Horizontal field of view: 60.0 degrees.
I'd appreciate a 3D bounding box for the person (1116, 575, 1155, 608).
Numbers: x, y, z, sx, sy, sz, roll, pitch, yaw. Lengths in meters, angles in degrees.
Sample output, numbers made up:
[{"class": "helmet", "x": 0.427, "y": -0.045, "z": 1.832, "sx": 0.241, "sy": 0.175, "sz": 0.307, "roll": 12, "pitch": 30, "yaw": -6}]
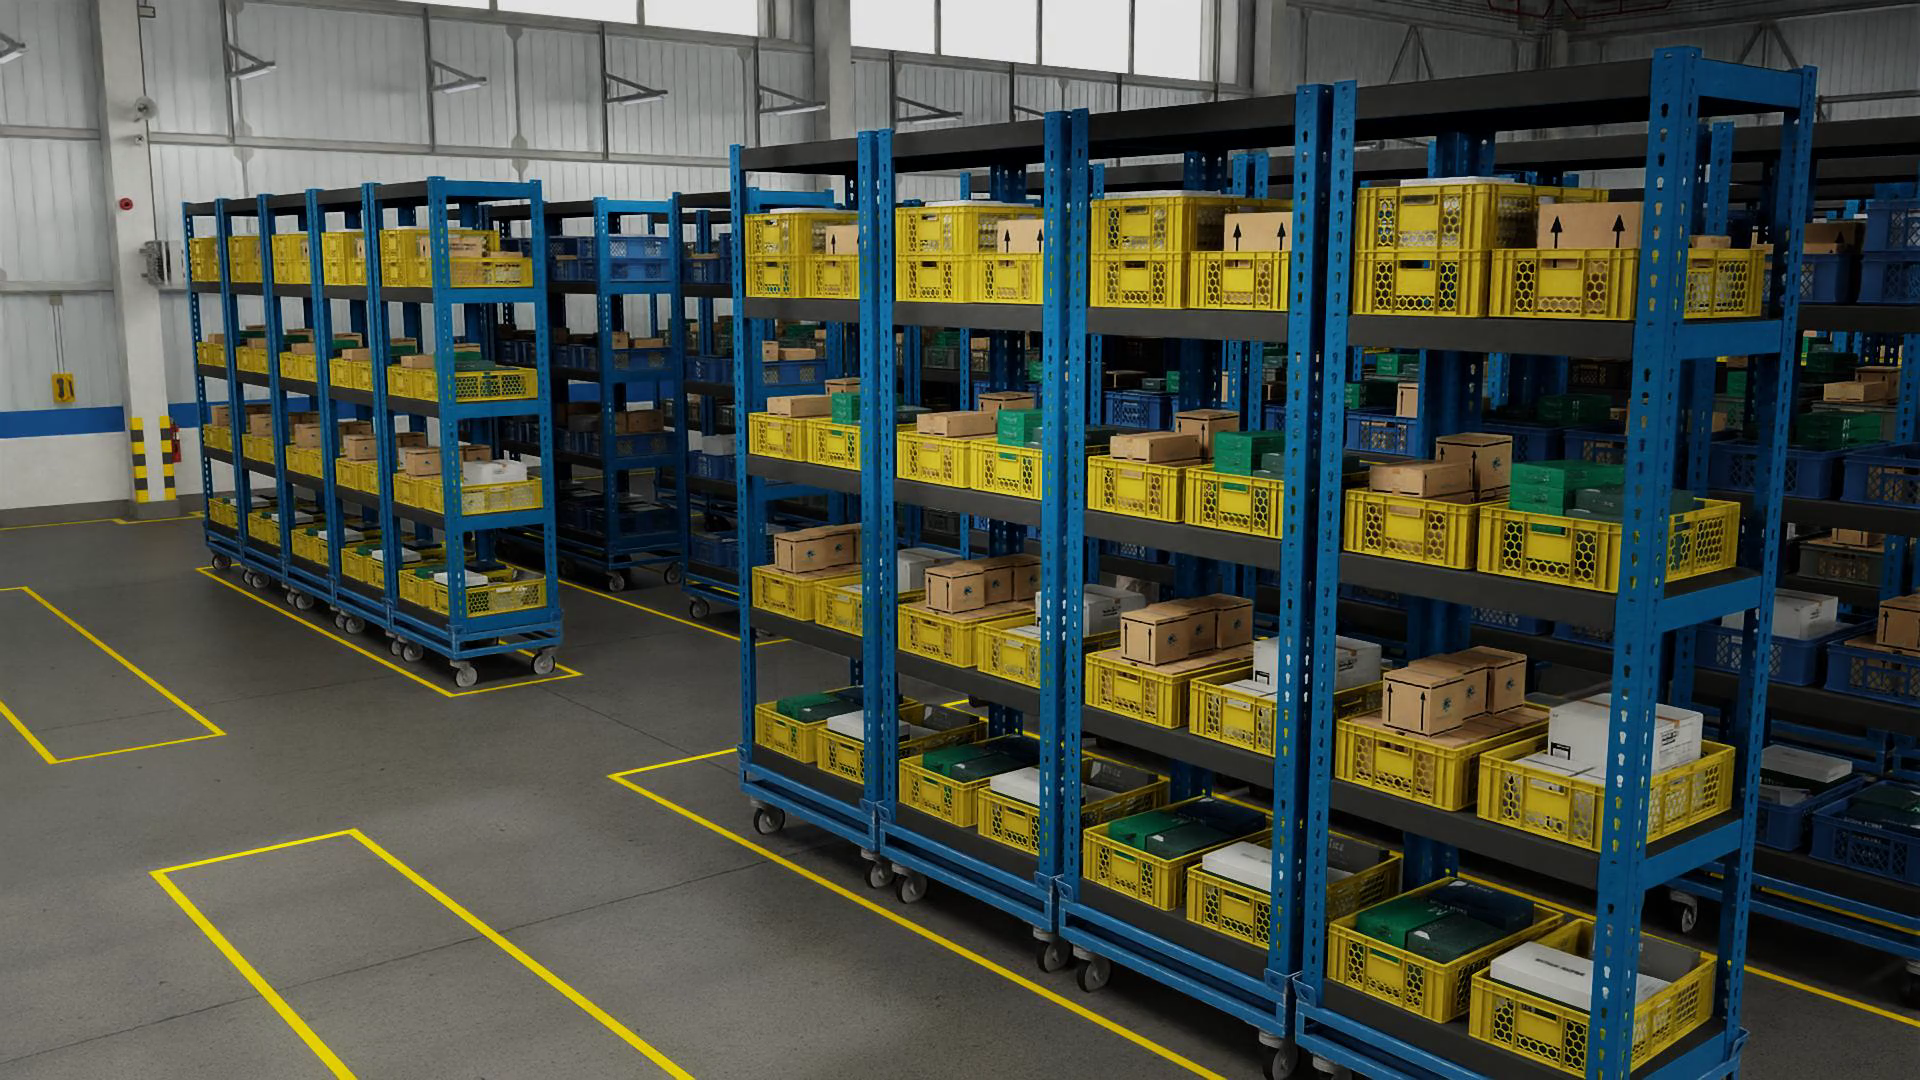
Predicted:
[{"class": "person", "x": 1.421, "y": -0.113, "z": 12.920, "sx": 0.375, "sy": 1.997, "sz": 0.611, "roll": 9, "pitch": 13, "yaw": 42}]
